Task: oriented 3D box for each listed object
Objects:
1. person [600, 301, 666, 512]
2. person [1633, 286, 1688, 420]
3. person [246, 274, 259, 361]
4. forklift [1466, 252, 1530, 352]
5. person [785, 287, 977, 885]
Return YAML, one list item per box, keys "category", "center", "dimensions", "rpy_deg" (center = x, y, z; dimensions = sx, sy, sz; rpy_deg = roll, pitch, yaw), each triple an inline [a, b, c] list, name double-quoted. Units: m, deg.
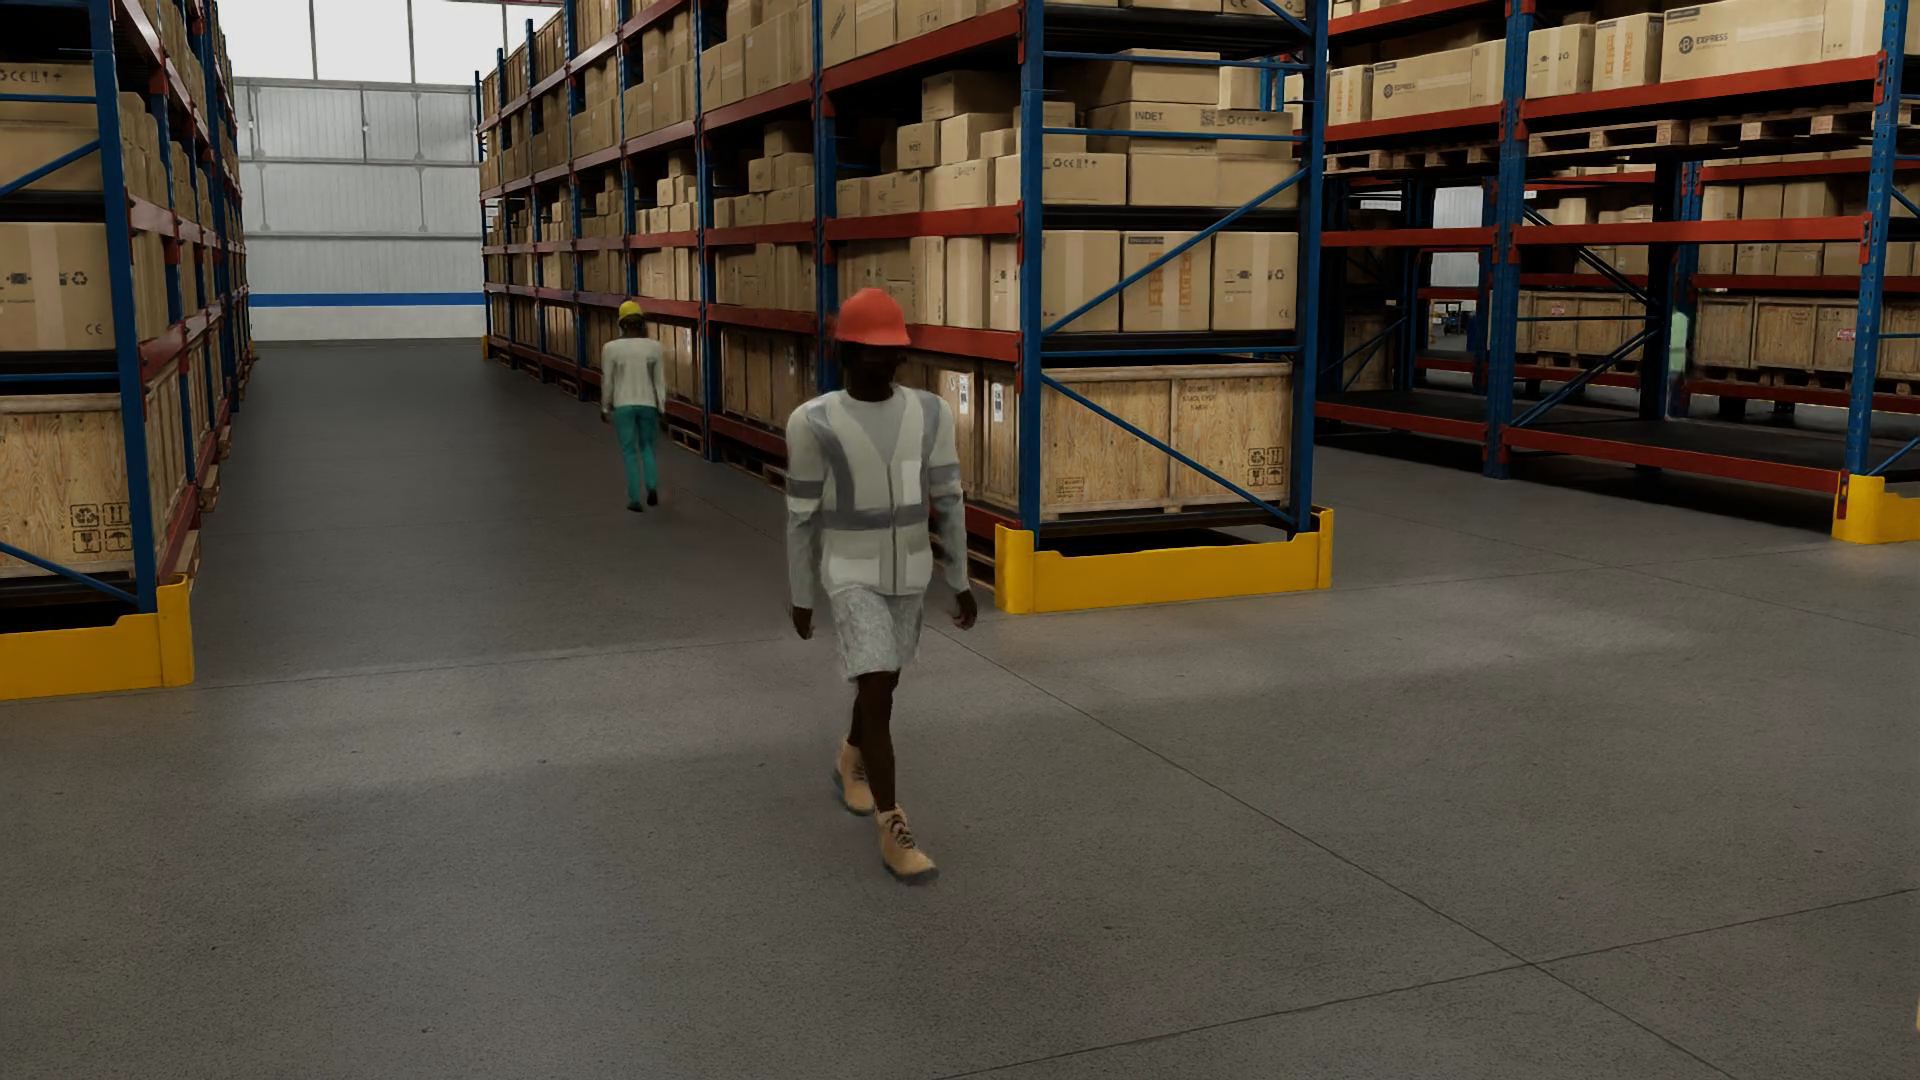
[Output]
- category: "person"
  center: [-2.734, -1.114, 13.908]
  dimensions: [0.525, 1.752, 0.455]
  rpy_deg: [-5, 11, -28]
- category: "person"
  center: [7.374, -1.771, 17.617]
  dimensions: [0.594, 1.820, 0.657]
  rpy_deg: [-5, 11, -26]
- category: "person"
  center: [-15.141, -4.690, 34.840]
  dimensions: [0.623, 1.916, 0.589]
  rpy_deg: [-1, 9, -4]
- category: "forklift"
  center: [10.664, -4.594, 31.381]
  dimensions: [1.873, 2.768, 1.129]
  rpy_deg: [8, 12, 40]
- category: "person"
  center: [-0.308, 0.111, 5.882]
  dimensions: [0.612, 2.000, 1.071]
  rpy_deg: [-5, 11, -26]
